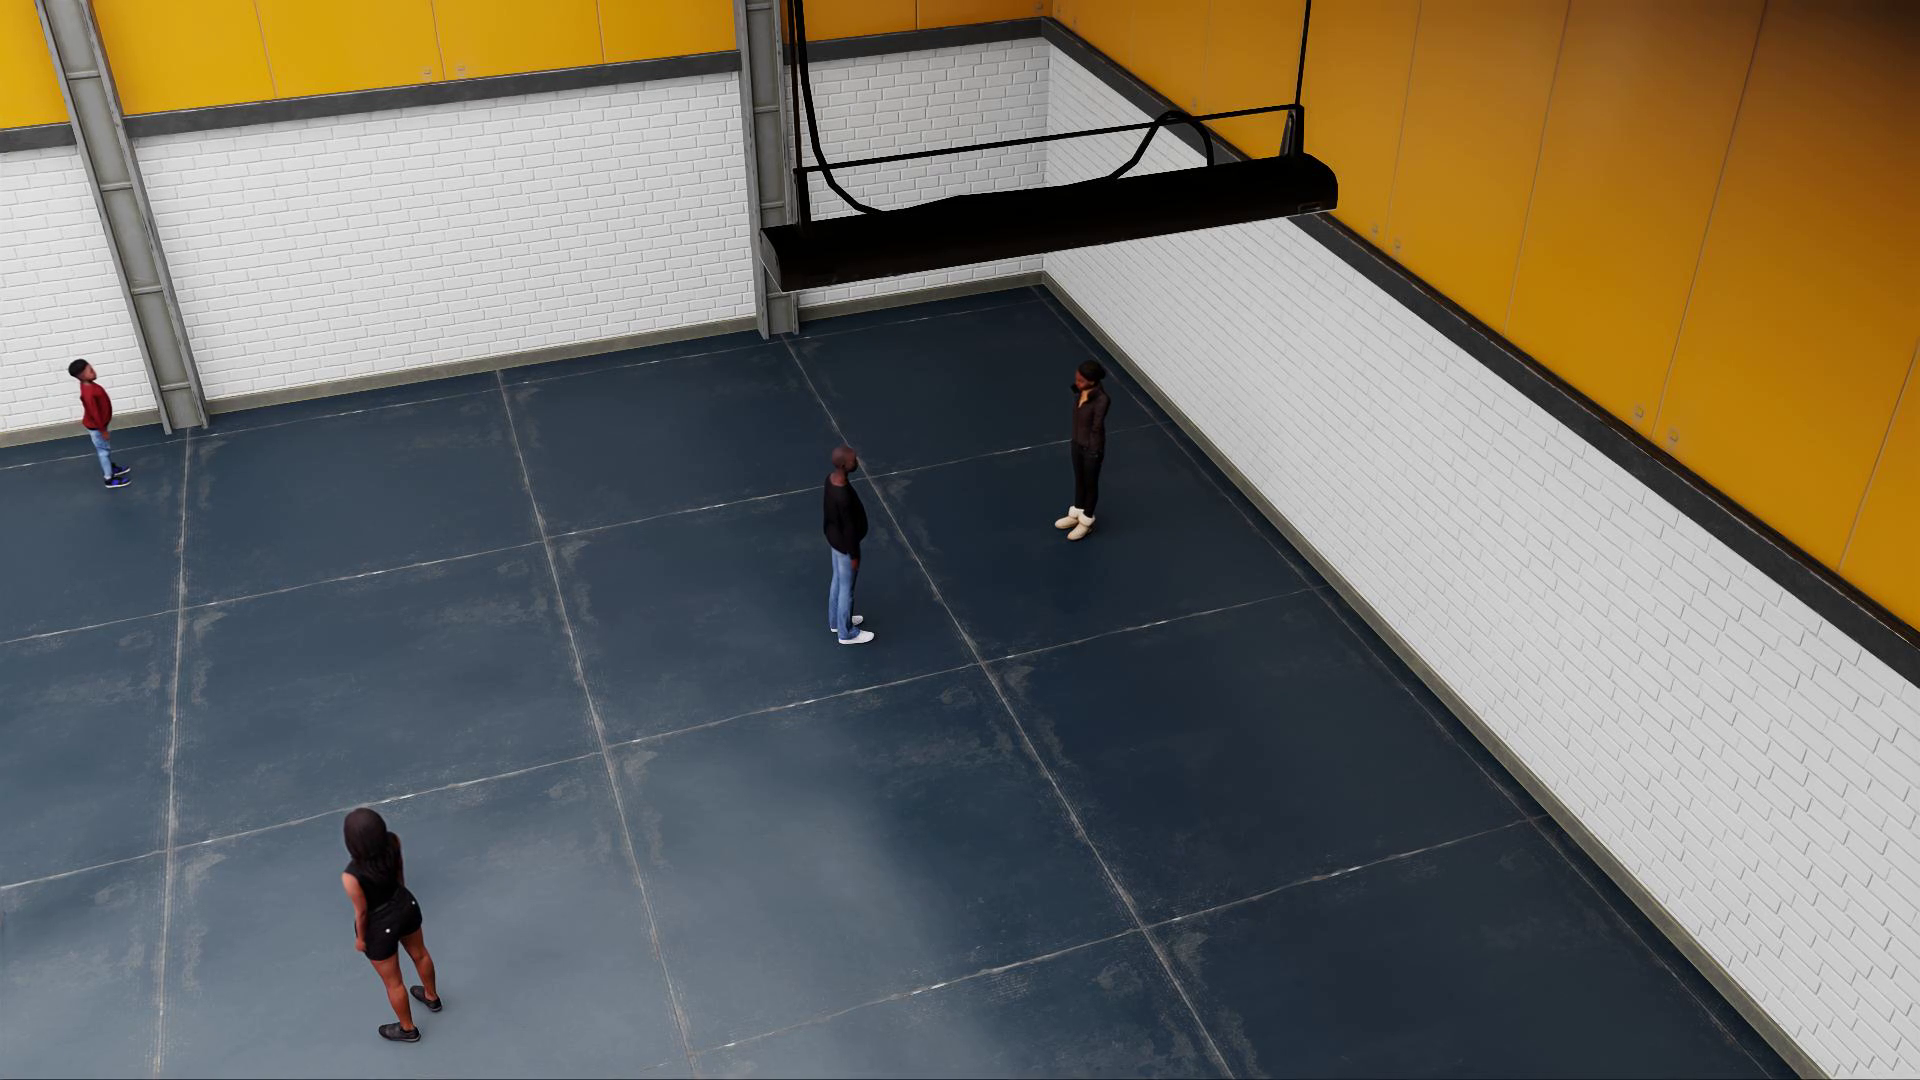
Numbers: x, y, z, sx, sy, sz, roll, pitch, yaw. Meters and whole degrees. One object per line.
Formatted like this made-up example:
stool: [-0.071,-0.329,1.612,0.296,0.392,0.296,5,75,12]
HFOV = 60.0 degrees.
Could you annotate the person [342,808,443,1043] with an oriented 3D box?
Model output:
person: [-3.349,2.234,9.741,0.722,1.740,0.675,12,36,18]

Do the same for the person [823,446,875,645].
person: [-0.915,0.029,13.049,0.523,1.749,0.590,-12,36,-18]

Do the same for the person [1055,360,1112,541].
person: [1.120,-0.820,14.406,0.687,1.662,0.622,-17,37,-23]

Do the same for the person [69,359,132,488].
person: [-7.882,-1.081,15.167,0.503,1.253,0.510,-15,36,-21]
